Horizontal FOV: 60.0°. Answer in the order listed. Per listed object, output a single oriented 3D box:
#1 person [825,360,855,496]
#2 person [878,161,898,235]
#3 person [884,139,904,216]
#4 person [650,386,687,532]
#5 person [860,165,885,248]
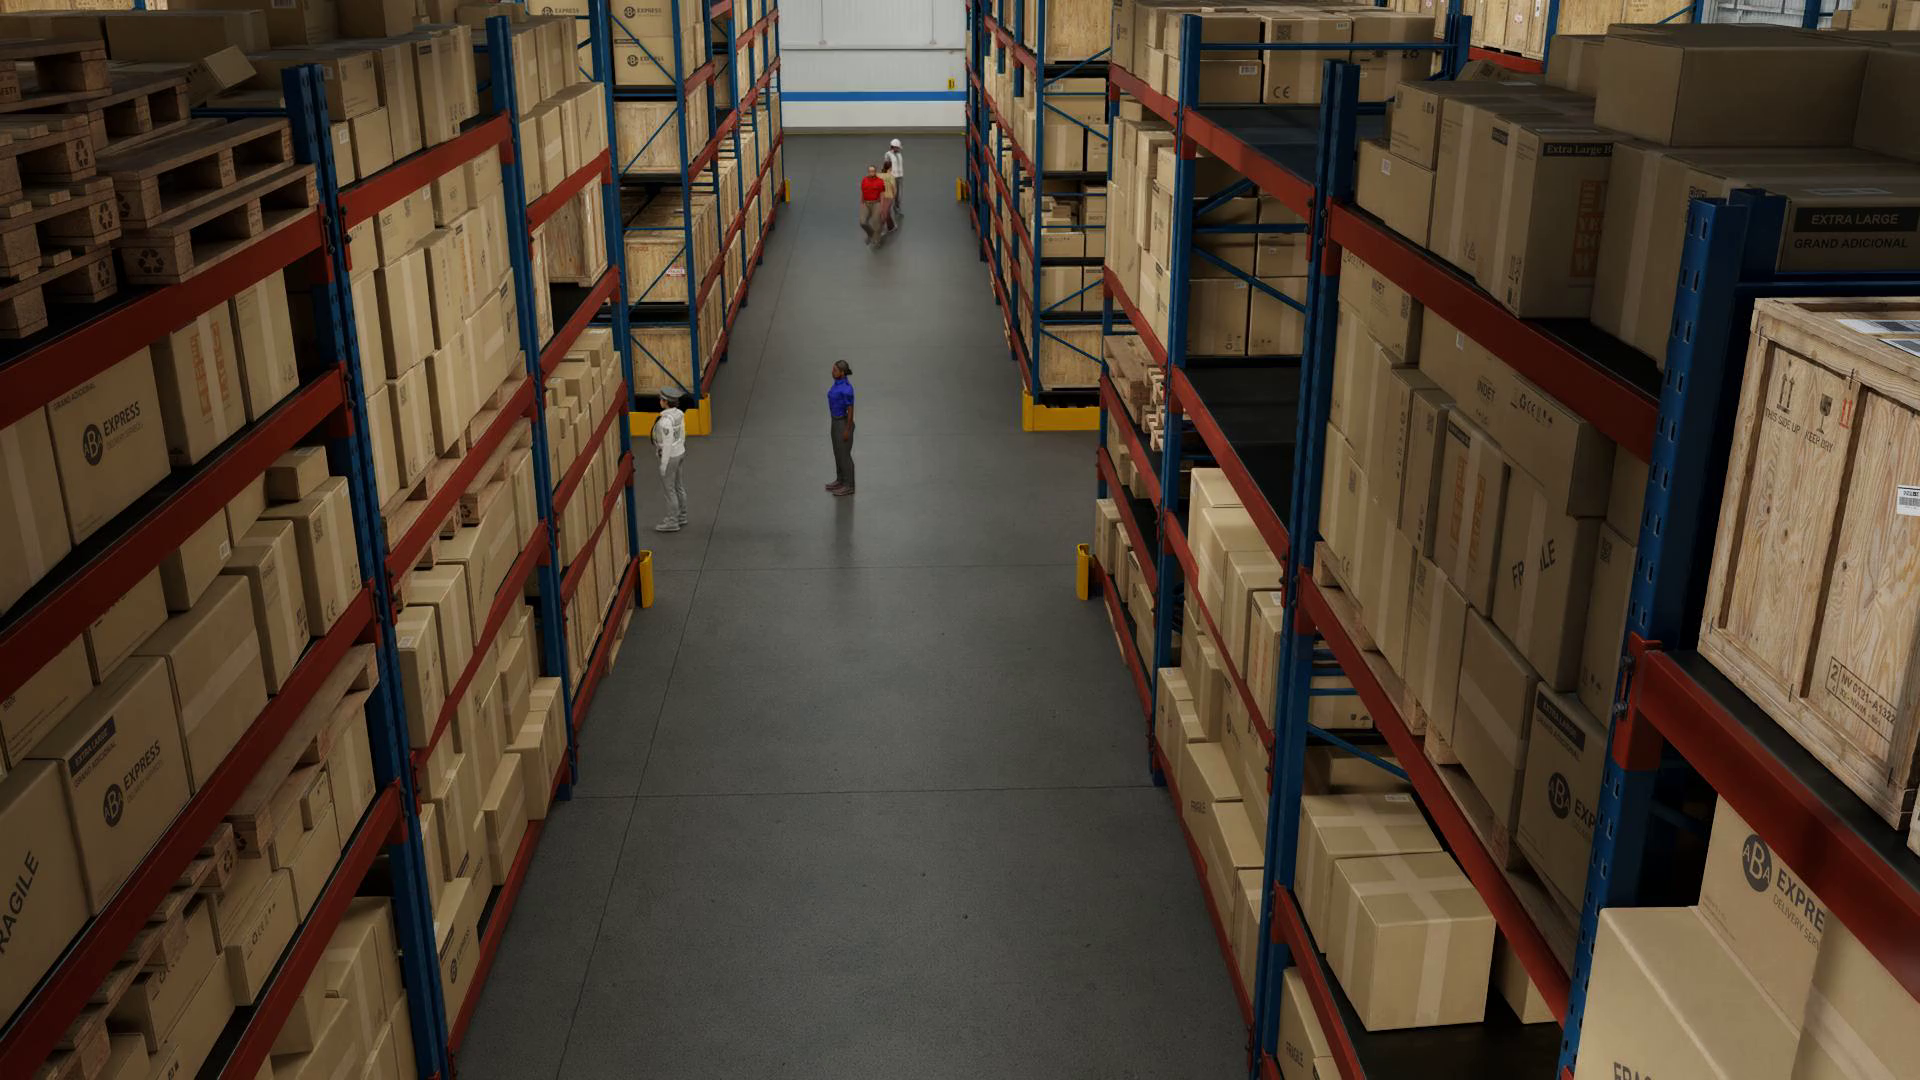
[{"bbox_3d":[-1.469,-1.393,20.383,0.341,1.659,0.439,-8,22,-20],"label":"person"},{"bbox_3d":[-1.623,-7.657,37.210,0.463,1.625,1.000,14,25,34],"label":"person"},{"bbox_3d":[-1.526,-8.622,39.548,0.563,1.774,0.442,-17,26,-38],"label":"person"},{"bbox_3d":[-3.338,-0.944,19.126,0.360,1.691,0.475,4,21,12],"label":"person"},{"bbox_3d":[-1.877,-7.150,35.651,0.570,1.731,0.496,6,21,16],"label":"person"}]
